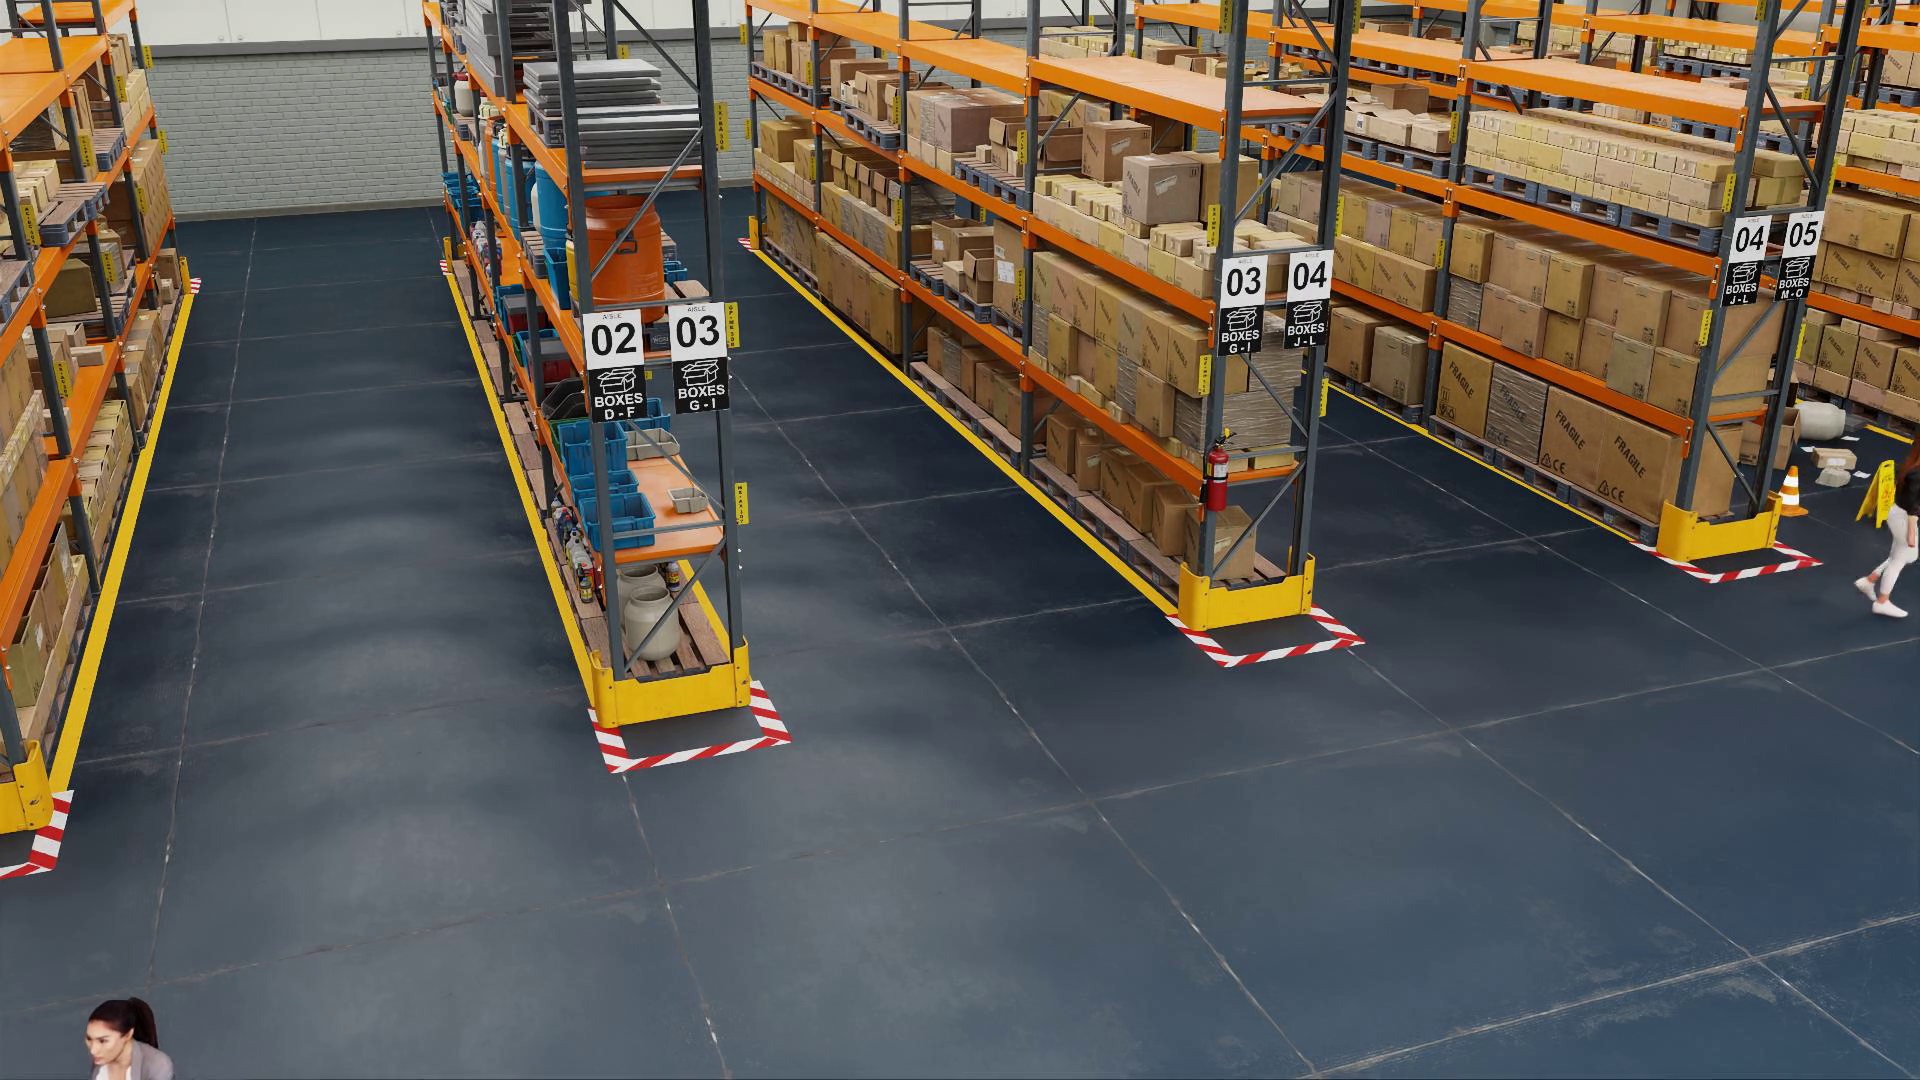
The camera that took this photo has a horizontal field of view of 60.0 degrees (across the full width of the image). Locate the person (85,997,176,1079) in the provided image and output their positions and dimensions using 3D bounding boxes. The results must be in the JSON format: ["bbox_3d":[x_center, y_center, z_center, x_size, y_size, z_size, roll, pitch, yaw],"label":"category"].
[{"bbox_3d":[-3.478,2.680,7.356,0.996,1.619,1.163,6,23,14],"label":"person"}]

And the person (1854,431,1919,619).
[{"bbox_3d":[7.979,-0.162,14.209,0.843,1.691,0.782,9,24,21],"label":"person"}]
